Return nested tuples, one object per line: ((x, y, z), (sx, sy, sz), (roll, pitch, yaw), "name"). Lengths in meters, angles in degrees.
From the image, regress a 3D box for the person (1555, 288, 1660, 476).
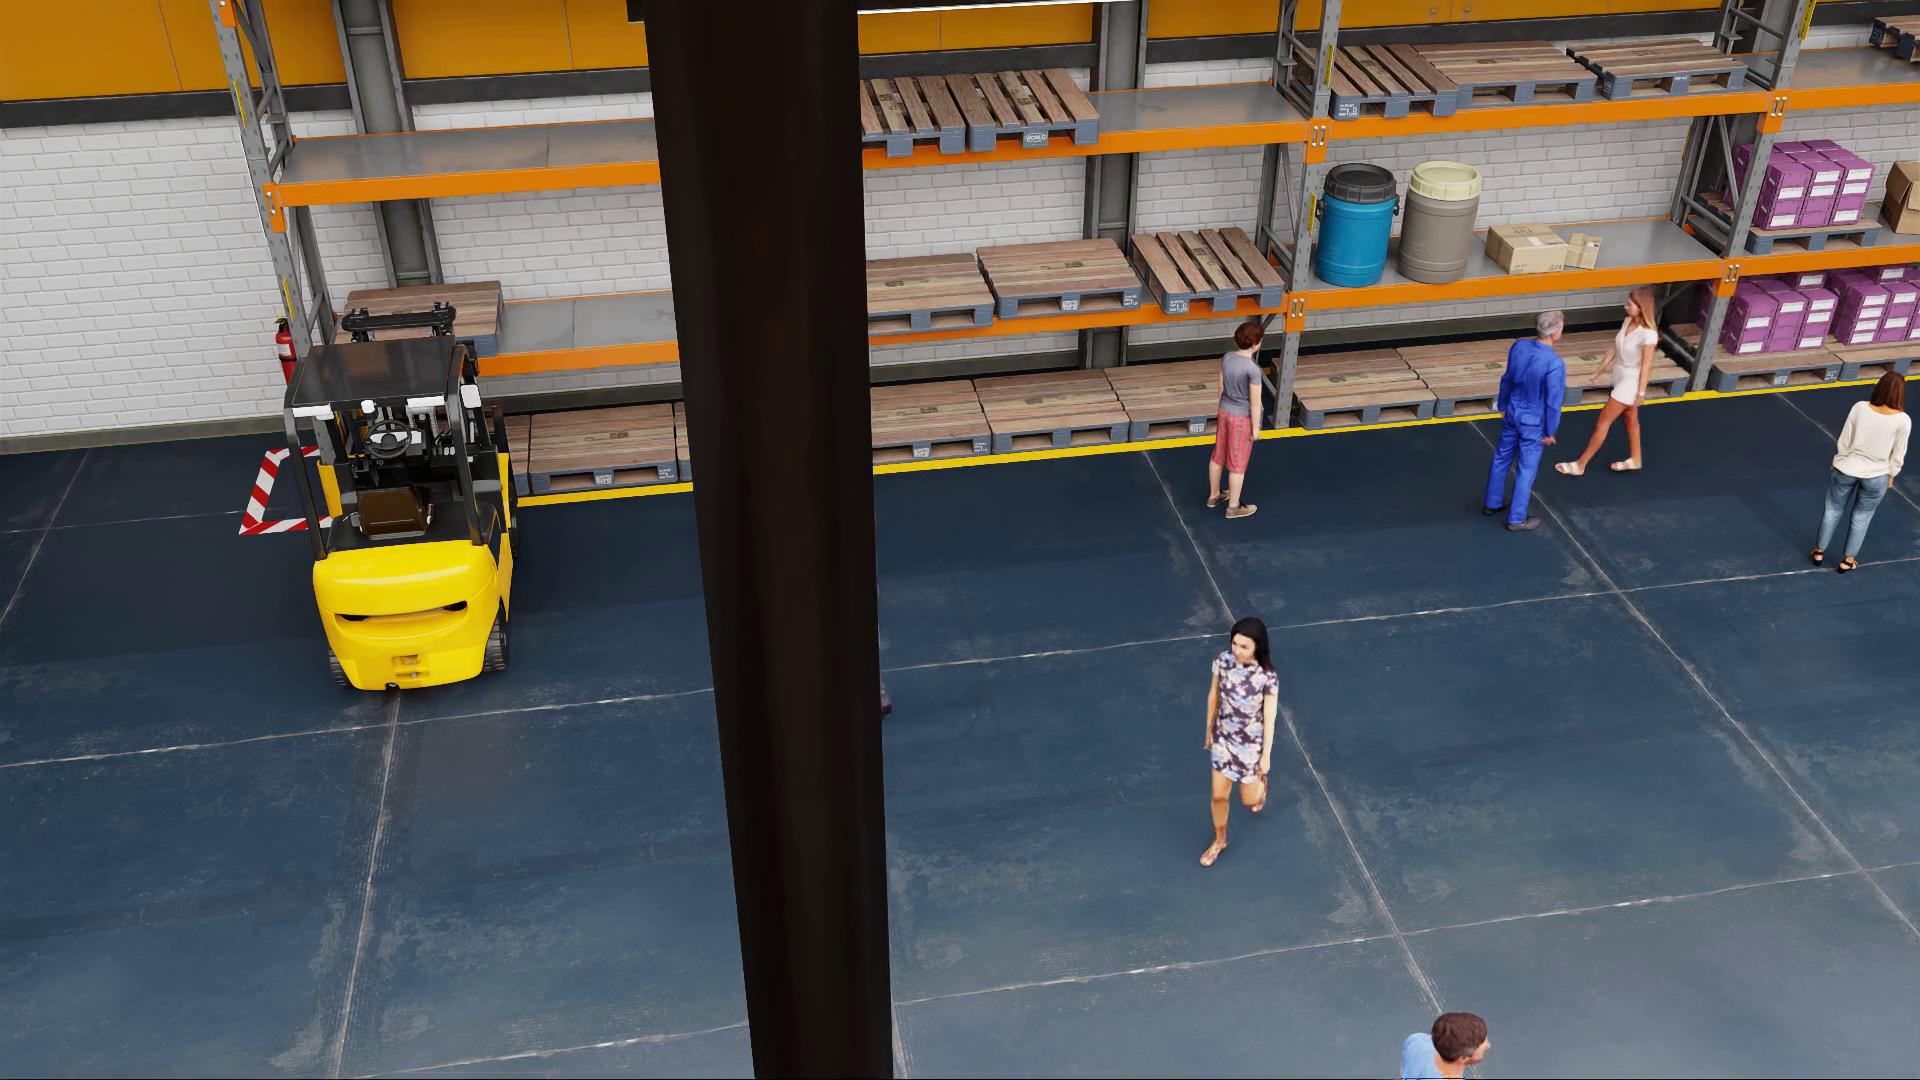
((5.556, -1.277, 13.648), (1.023, 1.652, 0.630), (-2, 34, -4), "person")

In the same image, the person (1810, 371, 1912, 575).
((6.760, -0.509, 12.465), (0.694, 1.682, 0.737), (25, 41, 32), "person")

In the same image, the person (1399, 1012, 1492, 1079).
((1.933, 2.775, 7.403), (1.232, 1.818, 0.754), (-1, 34, -2), "person")

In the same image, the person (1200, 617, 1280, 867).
((1.710, 1.165, 9.915), (0.933, 1.717, 0.979), (20, 38, 27), "person")

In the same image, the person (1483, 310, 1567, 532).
((4.422, -0.947, 12.991), (0.663, 1.829, 0.772), (-15, 36, -21), "person")

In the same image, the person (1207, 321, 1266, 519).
((2.183, -0.960, 13.174), (0.656, 1.648, 0.669), (-22, 39, -29), "person")
